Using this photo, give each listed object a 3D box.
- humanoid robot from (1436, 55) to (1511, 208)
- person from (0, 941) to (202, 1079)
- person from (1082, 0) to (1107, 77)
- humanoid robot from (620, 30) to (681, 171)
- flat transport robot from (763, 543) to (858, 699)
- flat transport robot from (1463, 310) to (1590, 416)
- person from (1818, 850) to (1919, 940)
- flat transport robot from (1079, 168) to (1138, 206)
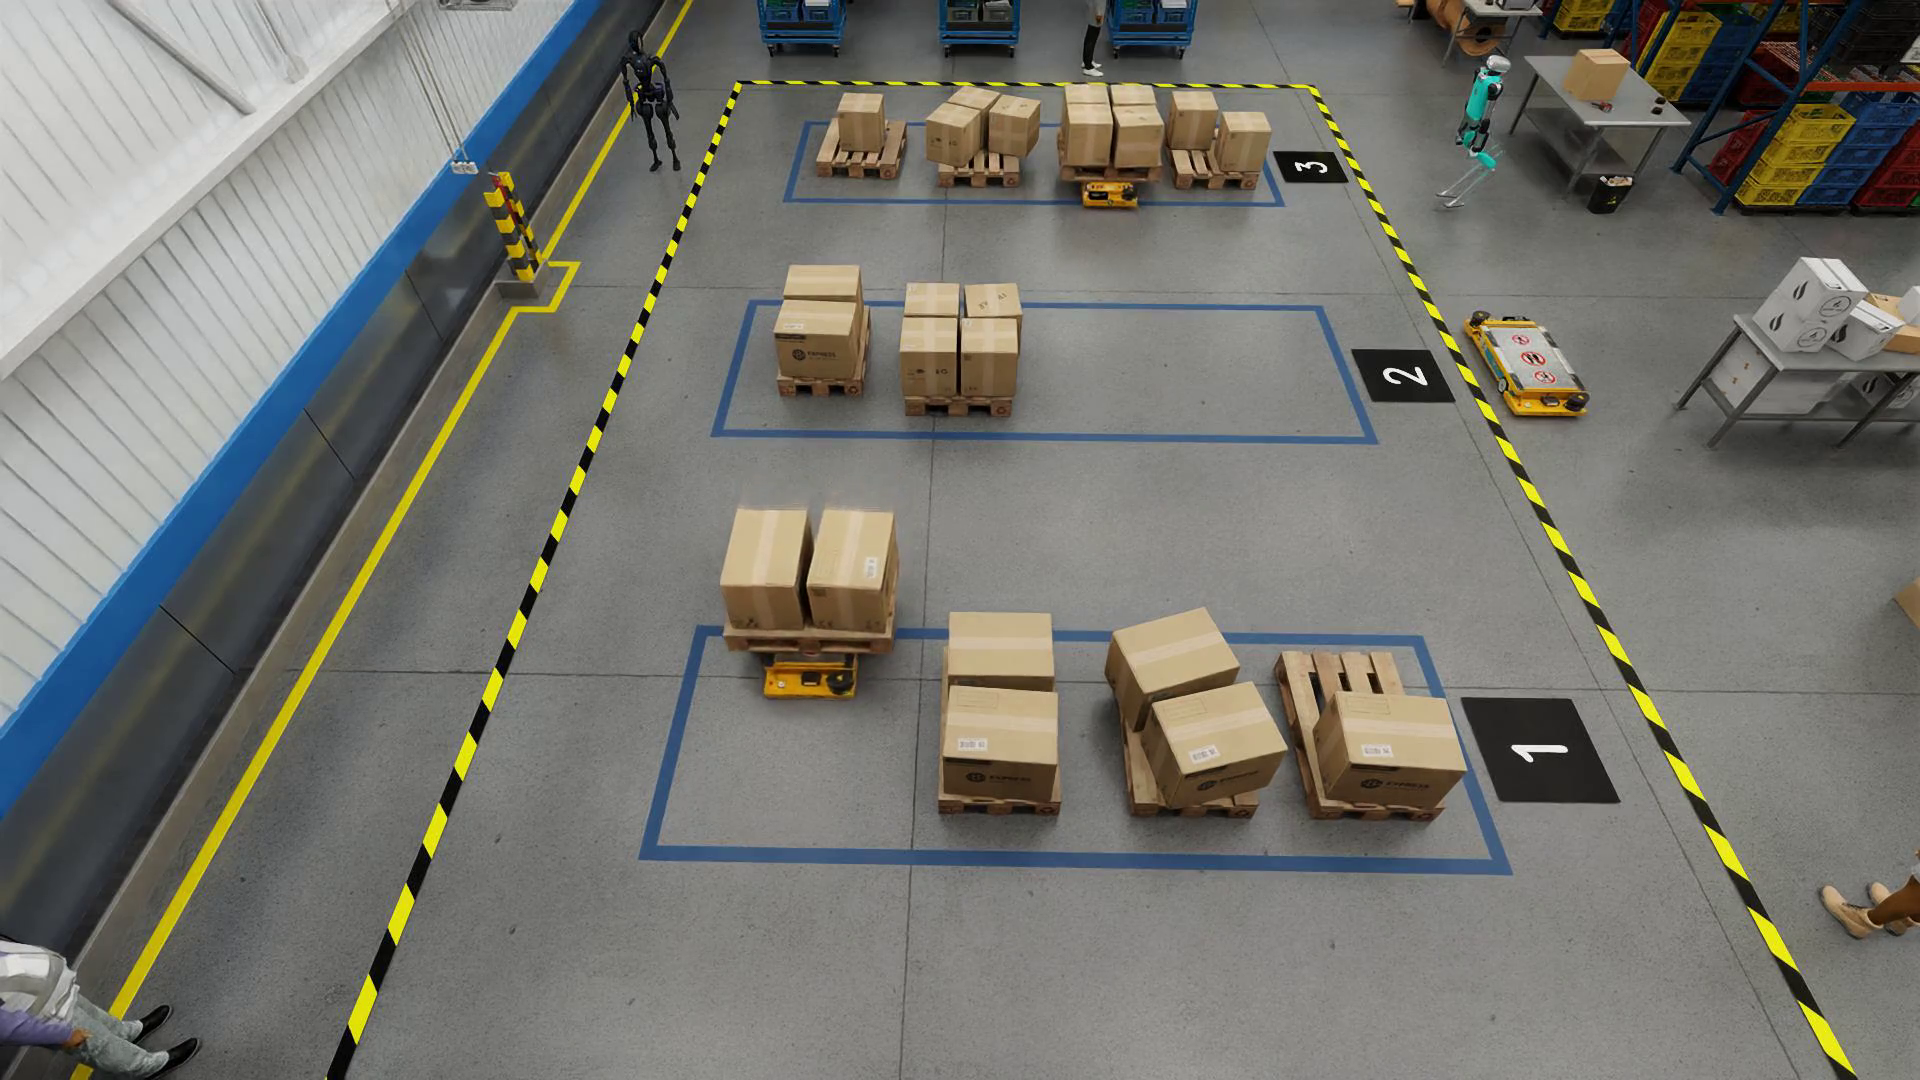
[{"bbox_3d":[6.042,-4.652,10.499,0.735,1.677,0.533,0,49,0],"label":"humanoid robot"},{"bbox_3d":[-4.556,2.277,4.527,0.588,1.834,0.403,29,55,23],"label":"person"},{"bbox_3d":[1.994,-7.665,13.120,0.379,1.851,0.596,1,49,1],"label":"person"},{"bbox_3d":[-3.769,-5.360,11.231,0.599,1.657,0.315,-1,49,-1],"label":"humanoid robot"},{"bbox_3d":[-1.081,0.551,7.038,0.652,0.197,1.431,1,49,1],"label":"flat transport robot"},{"bbox_3d":[5.573,-1.757,9.054,0.659,0.231,1.431,1,49,1],"label":"flat transport robot"},{"bbox_3d":[5.574,1.662,4.923,0.604,2.044,0.372,-1,49,-1],"label":"person"},{"bbox_3d":[1.838,-4.659,11.547,0.652,0.197,1.431,1,49,1],"label":"flat transport robot"}]
